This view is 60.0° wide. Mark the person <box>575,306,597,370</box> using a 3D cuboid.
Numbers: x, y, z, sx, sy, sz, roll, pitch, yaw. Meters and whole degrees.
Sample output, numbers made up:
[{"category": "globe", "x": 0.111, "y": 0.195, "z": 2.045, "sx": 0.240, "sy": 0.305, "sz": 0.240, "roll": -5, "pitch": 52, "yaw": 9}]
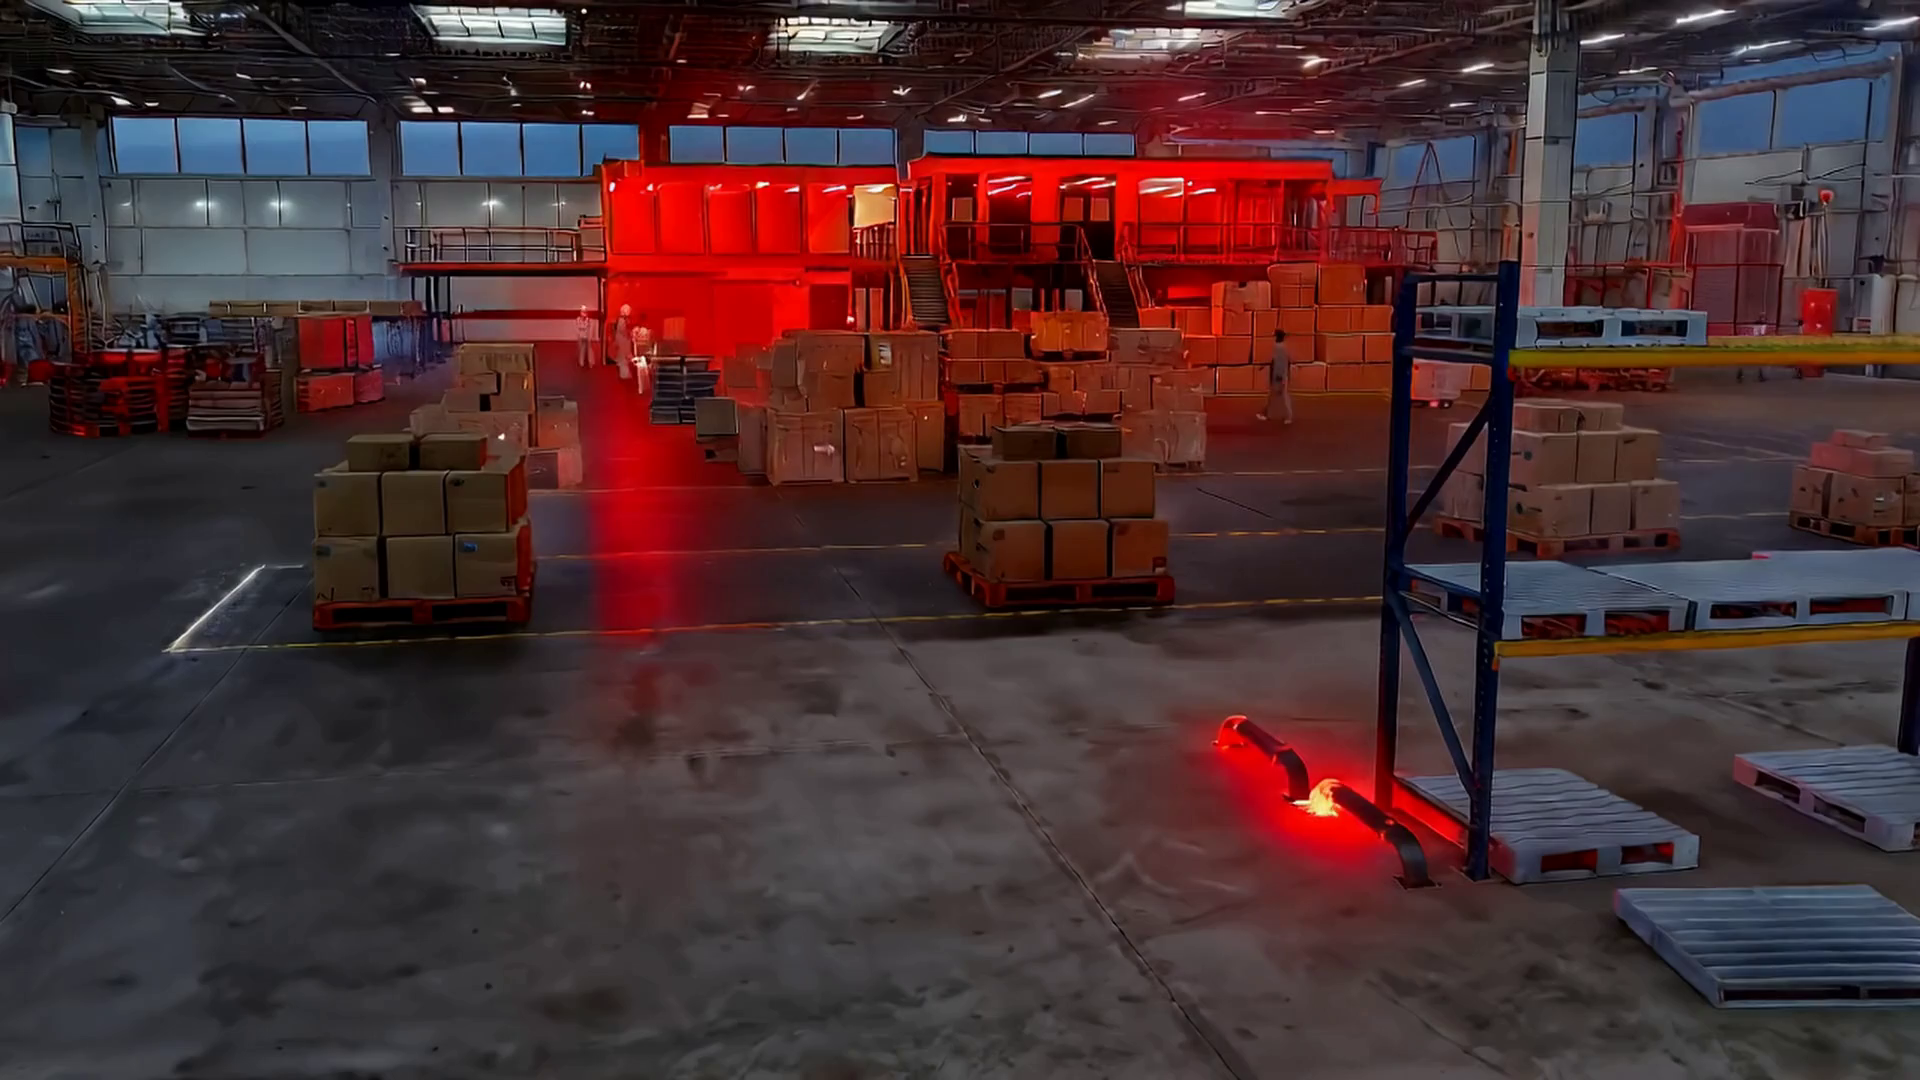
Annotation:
[{"category": "person", "x": -10.990, "y": -5.929, "z": 48.818, "sx": 0.596, "sy": 1.874, "sz": 0.994, "roll": -5, "pitch": 11, "yaw": -28}]

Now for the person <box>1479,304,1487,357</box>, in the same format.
[{"category": "person", "x": 14.319, "y": -5.470, "z": 45.653, "sx": 0.379, "sy": 1.996, "sz": 0.608, "roll": 0, "pitch": 9, "yaw": -2}]

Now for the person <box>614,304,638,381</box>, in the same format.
[{"category": "person", "x": -8.852, "y": -5.246, "z": 44.155, "sx": 0.537, "sy": 2.000, "sz": 0.683, "roll": -9, "pitch": 13, "yaw": -42}]

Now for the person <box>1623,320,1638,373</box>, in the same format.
[{"category": "person", "x": 18.382, "y": -5.365, "z": 45.585, "sx": 0.670, "sy": 1.810, "sz": 0.640, "roll": 6, "pitch": 11, "yaw": 31}]

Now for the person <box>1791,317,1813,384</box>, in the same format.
[{"category": "person", "x": 21.723, "y": -4.901, "z": 42.990, "sx": 0.550, "sy": 1.726, "sz": 0.809, "roll": 1, "pitch": 9, "yaw": 8}]

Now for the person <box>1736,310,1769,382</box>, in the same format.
[{"category": "person", "x": 20.917, "y": -5.097, "z": 43.707, "sx": 0.791, "sy": 1.903, "sz": 0.554, "roll": -2, "pitch": 10, "yaw": -13}]

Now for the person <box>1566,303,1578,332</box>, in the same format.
[{"category": "person", "x": 17.989, "y": -6.048, "z": 49.320, "sx": 0.605, "sy": 1.949, "sz": 0.401, "roll": 1, "pitch": 9, "yaw": 9}]

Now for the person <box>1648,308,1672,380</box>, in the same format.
[{"category": "person", "x": 18.617, "y": -5.206, "z": 44.252, "sx": 0.590, "sy": 1.927, "sz": 0.367, "roll": 2, "pitch": 9, "yaw": 9}]

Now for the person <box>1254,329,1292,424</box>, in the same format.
[{"category": "person", "x": 6.106, "y": -3.152, "z": 32.058, "sx": 0.554, "sy": 1.819, "sz": 0.971, "roll": -5, "pitch": 11, "yaw": -27}]

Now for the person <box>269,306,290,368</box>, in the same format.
[{"category": "person", "x": -20.318, "y": -6.031, "z": 49.506, "sx": 0.601, "sy": 1.847, "sz": 0.846, "roll": -1, "pitch": 9, "yaw": -4}]

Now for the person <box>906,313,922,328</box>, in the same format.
[{"category": "person", "x": -1.195, "y": -4.558, "z": 40.353, "sx": 0.803, "sy": 1.912, "sz": 0.621, "roll": -6, "pitch": 11, "yaw": -34}]

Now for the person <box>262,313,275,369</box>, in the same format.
[{"category": "person", "x": -19.072, "y": -5.396, "z": 45.934, "sx": 0.348, "sy": 1.756, "sz": 0.518, "roll": -8, "pitch": 12, "yaw": -41}]

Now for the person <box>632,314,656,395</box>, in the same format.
[{"category": "person", "x": -7.479, "y": -4.384, "z": 39.389, "sx": 0.566, "sy": 1.908, "sz": 0.653, "roll": -1, "pitch": 9, "yaw": -8}]

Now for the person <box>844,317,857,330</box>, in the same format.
[{"category": "person", "x": -2.111, "y": -3.303, "z": 32.301, "sx": 0.608, "sy": 2.044, "sz": 0.370, "roll": 0, "pitch": 9, "yaw": -1}]
